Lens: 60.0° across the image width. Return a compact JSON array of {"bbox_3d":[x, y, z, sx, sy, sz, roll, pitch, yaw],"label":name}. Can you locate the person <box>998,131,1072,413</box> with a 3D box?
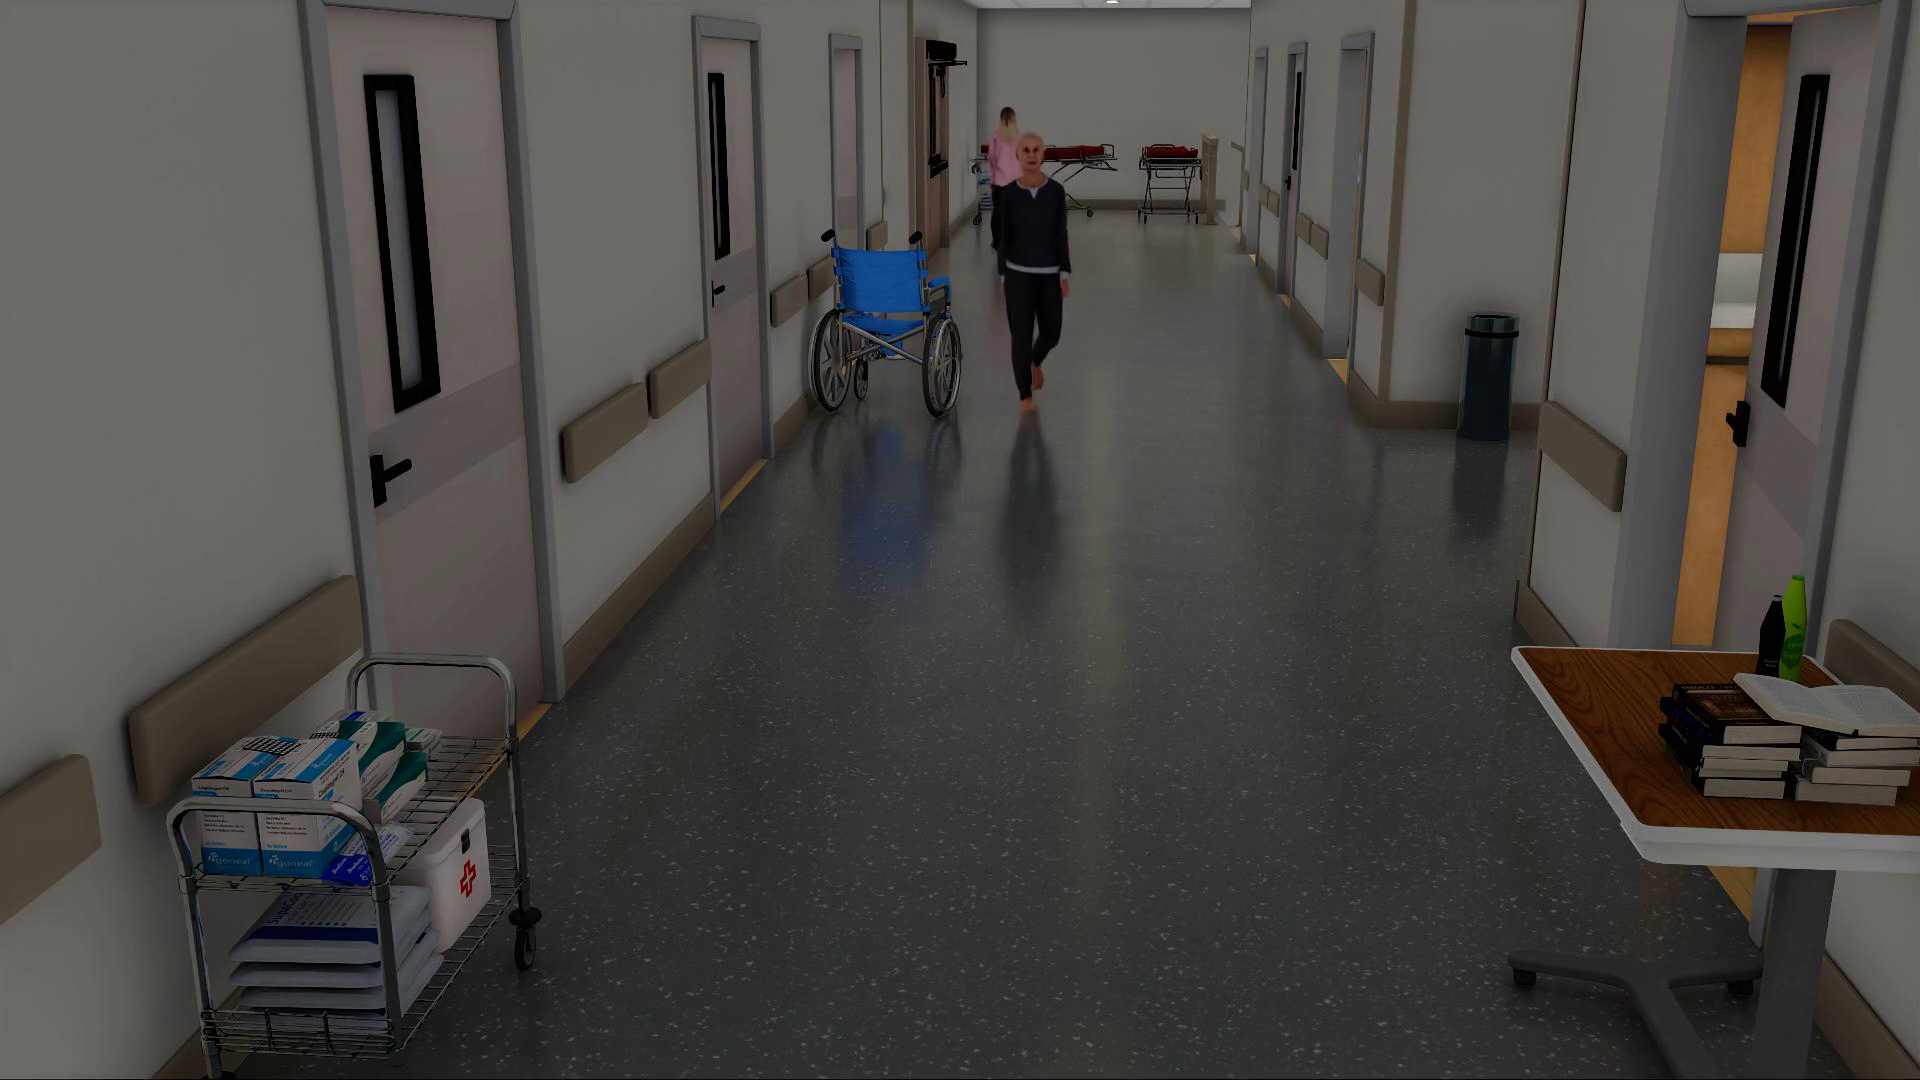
[{"bbox_3d":[0.457,-1.688,10.462,0.714,1.708,0.951,-2,16,-6],"label":"person"}]

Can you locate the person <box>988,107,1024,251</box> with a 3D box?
[{"bbox_3d":[0.554,-4.118,19.179,0.694,1.656,0.994,0,16,-2],"label":"person"}]
